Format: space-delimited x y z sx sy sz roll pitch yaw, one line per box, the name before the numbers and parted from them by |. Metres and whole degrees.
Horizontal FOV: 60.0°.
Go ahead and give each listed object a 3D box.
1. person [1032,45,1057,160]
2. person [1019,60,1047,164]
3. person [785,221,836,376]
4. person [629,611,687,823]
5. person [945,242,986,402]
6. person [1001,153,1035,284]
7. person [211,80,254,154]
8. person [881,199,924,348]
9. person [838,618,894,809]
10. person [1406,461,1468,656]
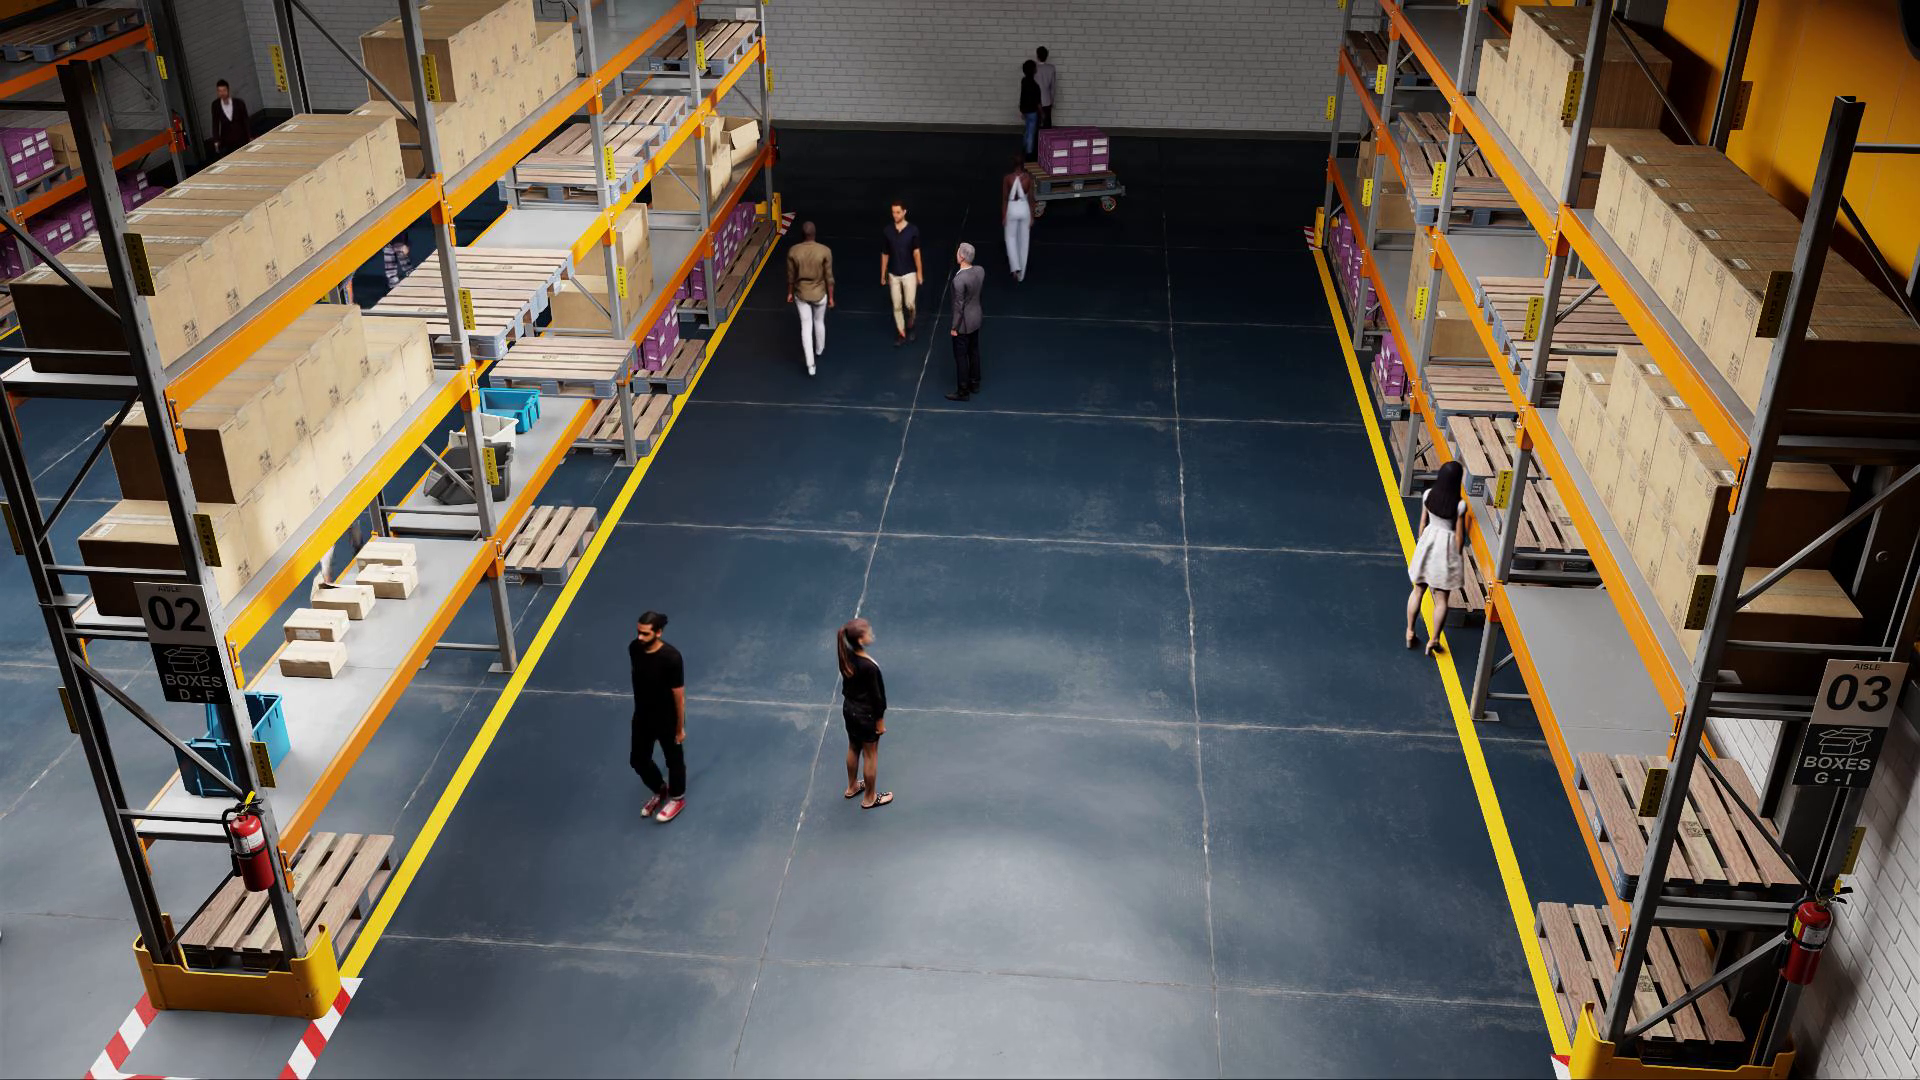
person | 1.347 -7.258 27.600 0.767 1.853 0.780 -15 32 -25
person | 1.093 -6.997 27.284 0.754 1.697 0.667 -13 31 -22
person | -1.758 -2.807 19.512 0.829 1.784 1.149 -1 29 -2
person | -2.141 1.241 12.123 0.737 1.753 0.736 15 32 25
person | 0.065 -2.492 18.874 0.859 1.842 0.707 15 32 26
person | 0.772 -4.252 22.174 0.645 1.770 0.764 0 29 -1
person | -11.152 -6.149 25.603 0.945 1.819 1.291 -6 29 -11
person | -0.681 -3.274 20.308 0.705 1.842 0.679 7 29 12
person | -0.723 1.264 12.289 0.695 1.554 0.640 -24 37 -36
person | 4.055 0.142 14.121 0.784 1.769 0.820 22 36 35
